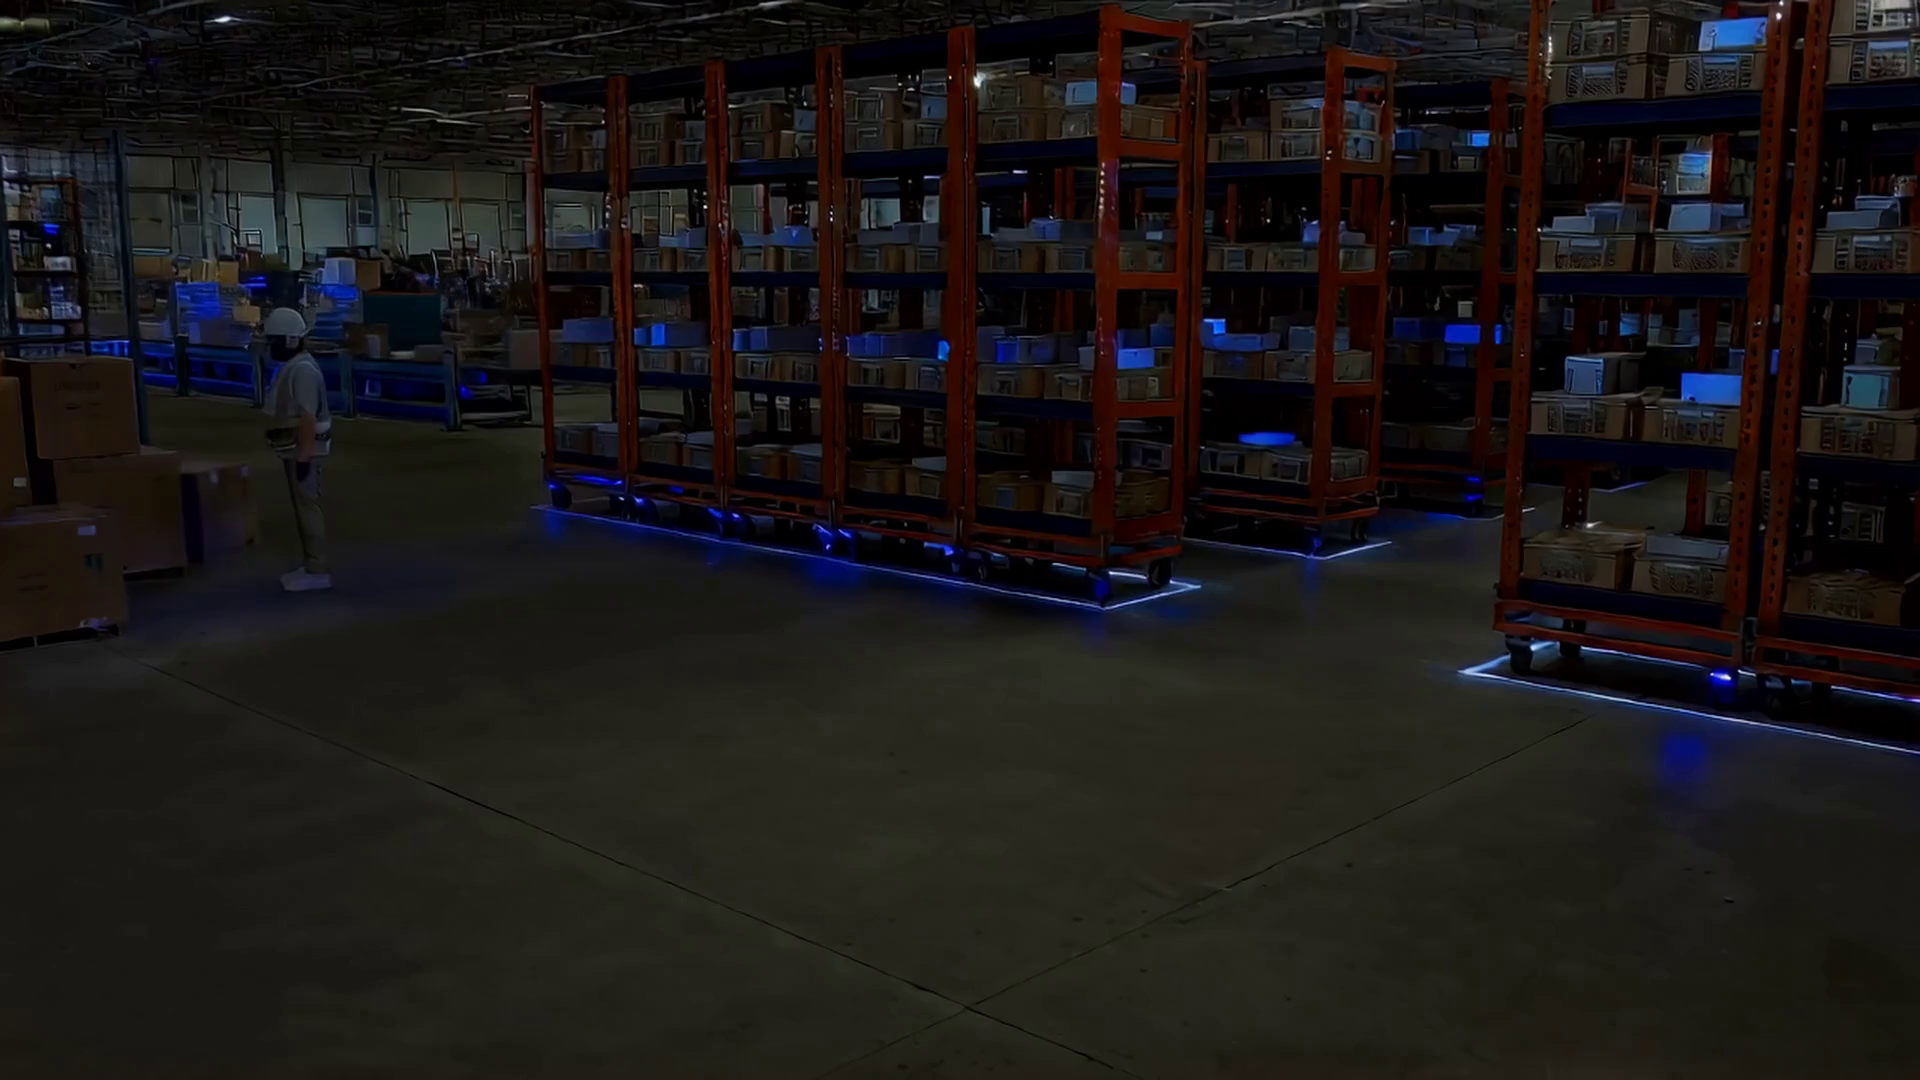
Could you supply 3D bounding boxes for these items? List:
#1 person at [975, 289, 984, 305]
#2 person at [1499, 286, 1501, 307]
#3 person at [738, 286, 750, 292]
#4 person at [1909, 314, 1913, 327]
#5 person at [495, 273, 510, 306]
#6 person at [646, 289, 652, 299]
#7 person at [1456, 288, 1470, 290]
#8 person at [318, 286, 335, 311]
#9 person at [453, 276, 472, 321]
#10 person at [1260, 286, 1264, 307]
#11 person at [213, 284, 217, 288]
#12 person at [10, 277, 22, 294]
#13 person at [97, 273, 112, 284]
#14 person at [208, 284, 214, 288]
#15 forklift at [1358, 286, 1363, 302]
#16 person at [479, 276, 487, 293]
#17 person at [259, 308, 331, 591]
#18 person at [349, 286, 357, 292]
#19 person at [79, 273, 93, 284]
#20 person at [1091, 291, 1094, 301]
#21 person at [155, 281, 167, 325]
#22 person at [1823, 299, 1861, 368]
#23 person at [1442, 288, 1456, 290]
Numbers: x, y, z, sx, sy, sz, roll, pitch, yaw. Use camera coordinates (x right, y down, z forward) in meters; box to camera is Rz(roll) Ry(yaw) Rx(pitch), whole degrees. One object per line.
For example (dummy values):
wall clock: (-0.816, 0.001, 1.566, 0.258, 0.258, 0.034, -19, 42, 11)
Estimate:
person: (0.791, -8.818, 61.760, 0.888, 1.640, 0.542, 8, 12, 40)
person: (9.431, -3.635, 29.272, 0.443, 1.893, 0.651, -4, 10, -21)
person: (-9.001, -10.161, 69.038, 0.614, 1.963, 0.361, 6, 11, 32)
person: (11.241, -2.018, 19.502, 0.390, 1.840, 0.565, 2, 10, 13)
person: (-15.398, -8.034, 56.116, 0.542, 1.928, 0.374, 4, 10, 24)
person: (-15.888, -12.683, 84.931, 0.637, 1.820, 0.515, -5, 11, -28)
person: (20.747, -10.118, 68.653, 0.637, 2.008, 0.866, 7, 11, 35)
person: (-24.019, -9.228, 63.102, 0.606, 2.039, 0.381, -2, 10, -14)
person: (-13.436, -6.189, 44.983, 0.514, 1.872, 0.328, -4, 10, -21)
person: (11.003, -8.748, 60.586, 0.926, 1.912, 0.640, -2, 9, -10)
person: (-36.165, -12.057, 80.876, 0.418, 1.891, 0.588, -1, 9, -8)
person: (-36.724, -9.385, 64.724, 0.639, 1.821, 0.452, -1, 9, -5)
person: (-34.311, -9.784, 66.949, 0.655, 1.887, 1.017, 2, 9, 11)
person: (-35.896, -11.786, 79.870, 0.538, 1.670, 0.570, -3, 10, -16)
forklift: (11.100, -7.017, 46.970, 1.873, 2.768, 1.129, 9, 13, 43)
person: (-24.389, -12.595, 84.706, 0.508, 1.709, 0.798, 7, 12, 36)
person: (-4.295, -0.585, 10.782, 0.404, 1.824, 0.586, -5, 11, -30)
person: (-30.458, -12.553, 83.815, 0.642, 1.934, 1.040, 0, 9, 2)
person: (-35.814, -9.996, 68.219, 0.588, 1.911, 0.441, -1, 9, -6)
person: (4.234, -7.249, 51.702, 0.852, 1.801, 0.602, 8, 13, 42)
person: (-22.514, -6.405, 46.679, 0.659, 1.746, 0.530, -2, 9, -10)
person: (10.873, -2.233, 20.554, 1.087, 1.932, 0.618, 5, 11, 30)
person: (17.538, -8.590, 59.646, 0.490, 1.892, 0.651, -4, 10, -21)
